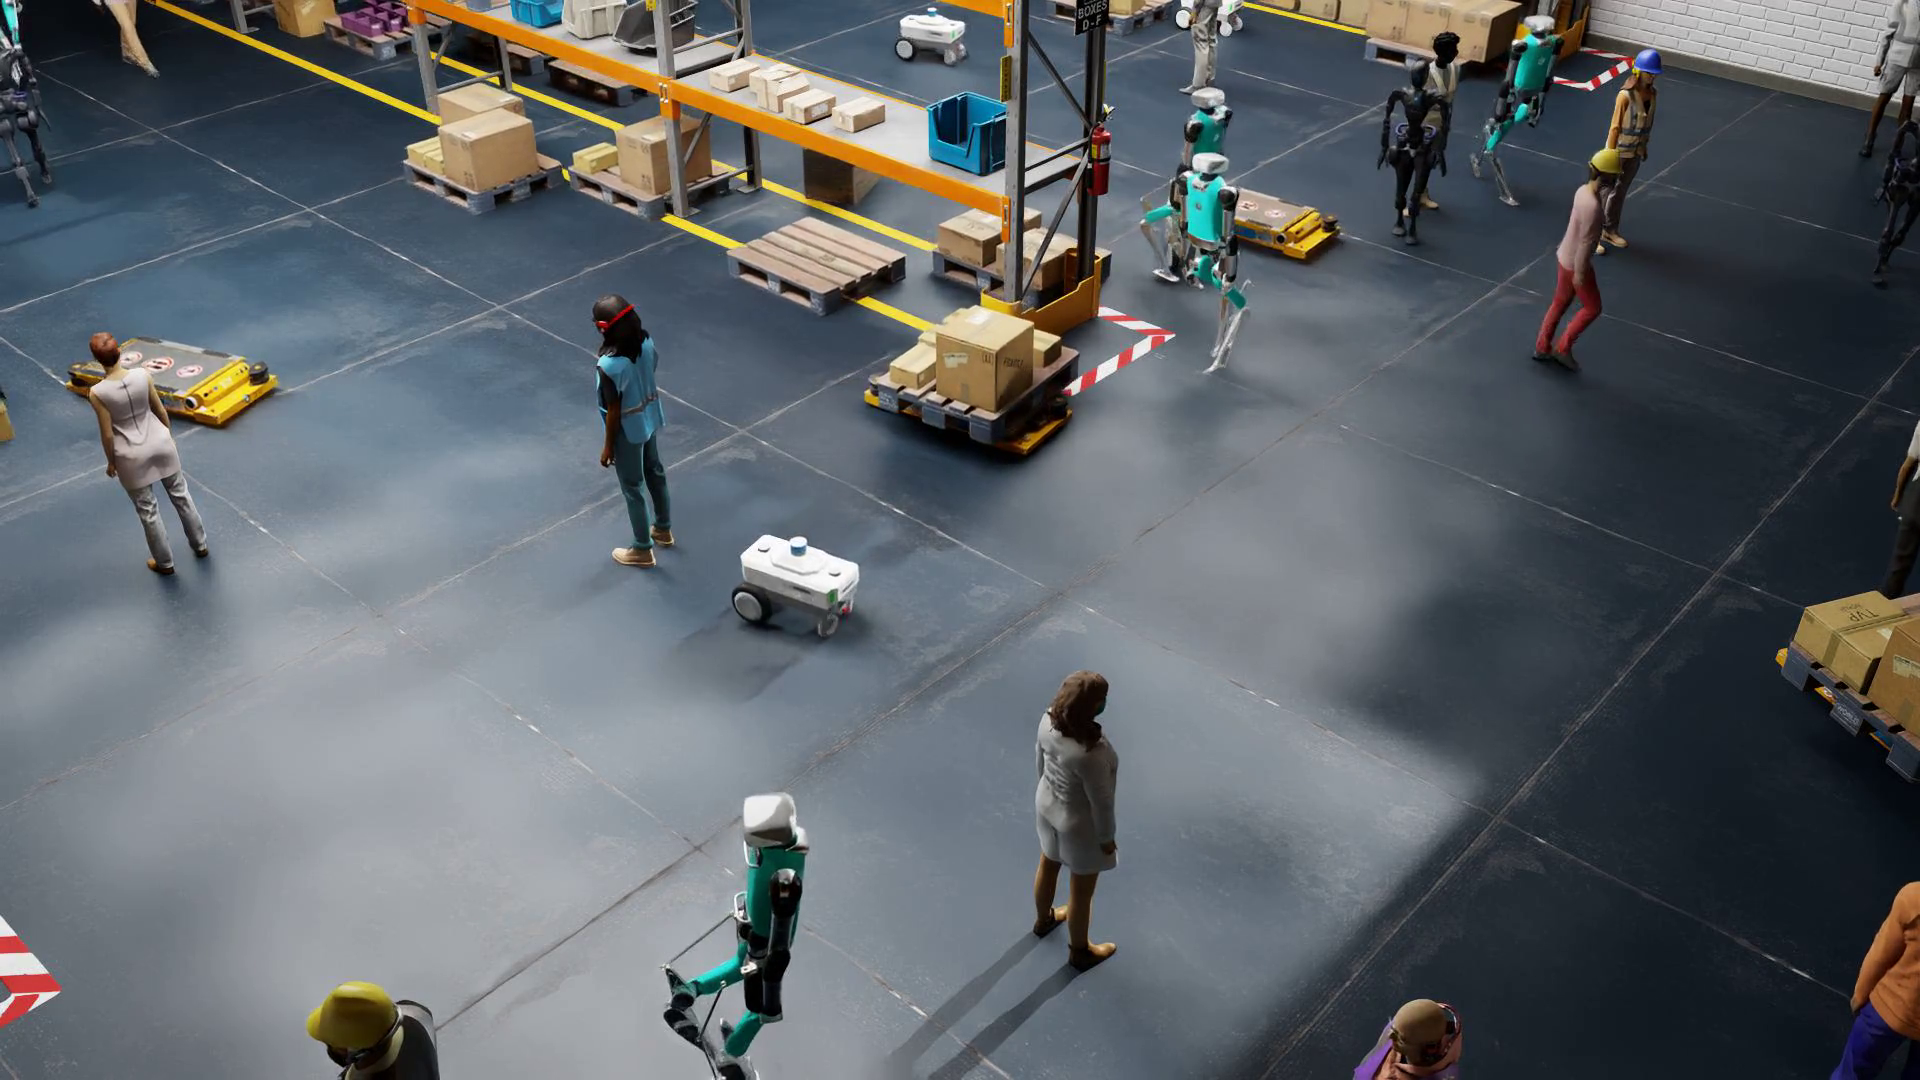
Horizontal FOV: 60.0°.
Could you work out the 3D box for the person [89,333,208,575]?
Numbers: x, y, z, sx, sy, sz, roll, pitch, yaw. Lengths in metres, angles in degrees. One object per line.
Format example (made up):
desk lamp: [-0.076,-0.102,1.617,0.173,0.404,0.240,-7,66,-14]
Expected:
person: [-5.097,-0.540,10.366,0.285,1.656,0.449,26,42,32]

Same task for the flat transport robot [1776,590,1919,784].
flat transport robot: [5.400,0.973,9.400,0.659,0.231,1.431,-11,36,-16]

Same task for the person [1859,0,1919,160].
person: [9.150,-4.627,16.061,0.547,1.925,0.387,14,37,19]

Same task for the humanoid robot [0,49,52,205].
humanoid robot: [-8.792,-3.964,15.371,0.599,1.618,0.836,-16,38,-22]

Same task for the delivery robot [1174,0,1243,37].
delivery robot: [2.962,-6.318,19.709,0.774,0.592,0.499,22,40,28]

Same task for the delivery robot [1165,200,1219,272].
delivery robot: [2.021,-2.699,14.460,0.499,0.585,0.775,-4,35,-5]

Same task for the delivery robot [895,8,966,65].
delivery robot: [-0.319,-5.721,18.829,0.759,0.575,0.499,14,37,20]

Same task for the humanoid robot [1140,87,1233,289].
humanoid robot: [1.791,-2.902,13.731,0.763,1.787,0.533,29,44,35]

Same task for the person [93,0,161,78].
person: [-9.186,-5.977,18.214,0.912,1.698,0.575,24,41,30]

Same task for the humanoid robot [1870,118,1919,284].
humanoid robot: [7.971,-2.941,13.849,0.590,1.636,0.641,6,35,8]

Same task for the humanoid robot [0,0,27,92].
humanoid robot: [-10.273,-5.718,17.810,0.532,1.759,0.973,-21,40,-28]

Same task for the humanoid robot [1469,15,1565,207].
humanoid robot: [5.029,-4.070,15.454,0.530,1.773,1.014,-12,36,-17]

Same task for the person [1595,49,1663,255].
person: [5.743,-3.345,14.327,0.468,1.778,0.310,-18,39,-24]

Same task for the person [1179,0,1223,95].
person: [2.609,-5.653,17.568,0.374,1.896,0.546,20,39,26]

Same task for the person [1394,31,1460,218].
person: [4.233,-3.750,14.993,0.534,1.692,0.320,-23,41,-29]

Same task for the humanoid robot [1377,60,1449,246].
humanoid robot: [3.970,-3.411,14.519,0.611,1.631,0.451,15,37,20]

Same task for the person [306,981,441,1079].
person: [-2.073,2.268,6.144,0.404,1.837,0.591,0,35,0]

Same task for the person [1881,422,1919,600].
person: [5.664,-0.151,9.645,0.434,1.837,0.532,-26,42,-32]

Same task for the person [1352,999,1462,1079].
person: [1.619,2.306,6.214,0.348,1.693,0.491,-8,35,-11]

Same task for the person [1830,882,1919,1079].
person: [3.831,1.866,6.613,0.511,1.975,0.406,21,40,27]

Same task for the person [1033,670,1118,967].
person: [0.548,1.279,7.728,0.341,1.663,0.486,-22,40,-29]

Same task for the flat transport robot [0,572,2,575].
flat transport robot: [-6.871,0.059,10.724,1.431,0.231,0.659,24,41,31]

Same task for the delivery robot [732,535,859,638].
delivery robot: [-0.994,0.243,10.204,0.763,0.592,0.513,18,38,24]

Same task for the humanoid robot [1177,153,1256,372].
humanoid robot: [2.019,-2.144,12.622,0.824,1.762,0.542,-27,43,-33]

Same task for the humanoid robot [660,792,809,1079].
humanoid robot: [-0.987,1.826,6.943,0.780,1.852,0.537,-7,35,-10]

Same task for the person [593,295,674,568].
person: [-2.042,-0.676,10.380,0.392,1.870,0.516,15,37,20]

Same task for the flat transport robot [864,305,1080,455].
flat transport robot: [0.055,-1.032,12.305,1.431,0.231,0.659,21,40,27]

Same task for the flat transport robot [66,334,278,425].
flat transport robot: [-5.972,-1.220,12.577,1.431,0.231,0.659,12,36,17]

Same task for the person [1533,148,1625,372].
person: [4.710,-2.099,12.545,0.496,1.742,0.537,6,35,9]

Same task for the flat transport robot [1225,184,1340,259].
flat transport robot: [2.639,-2.901,15.013,1.431,0.231,0.659,24,41,30]
